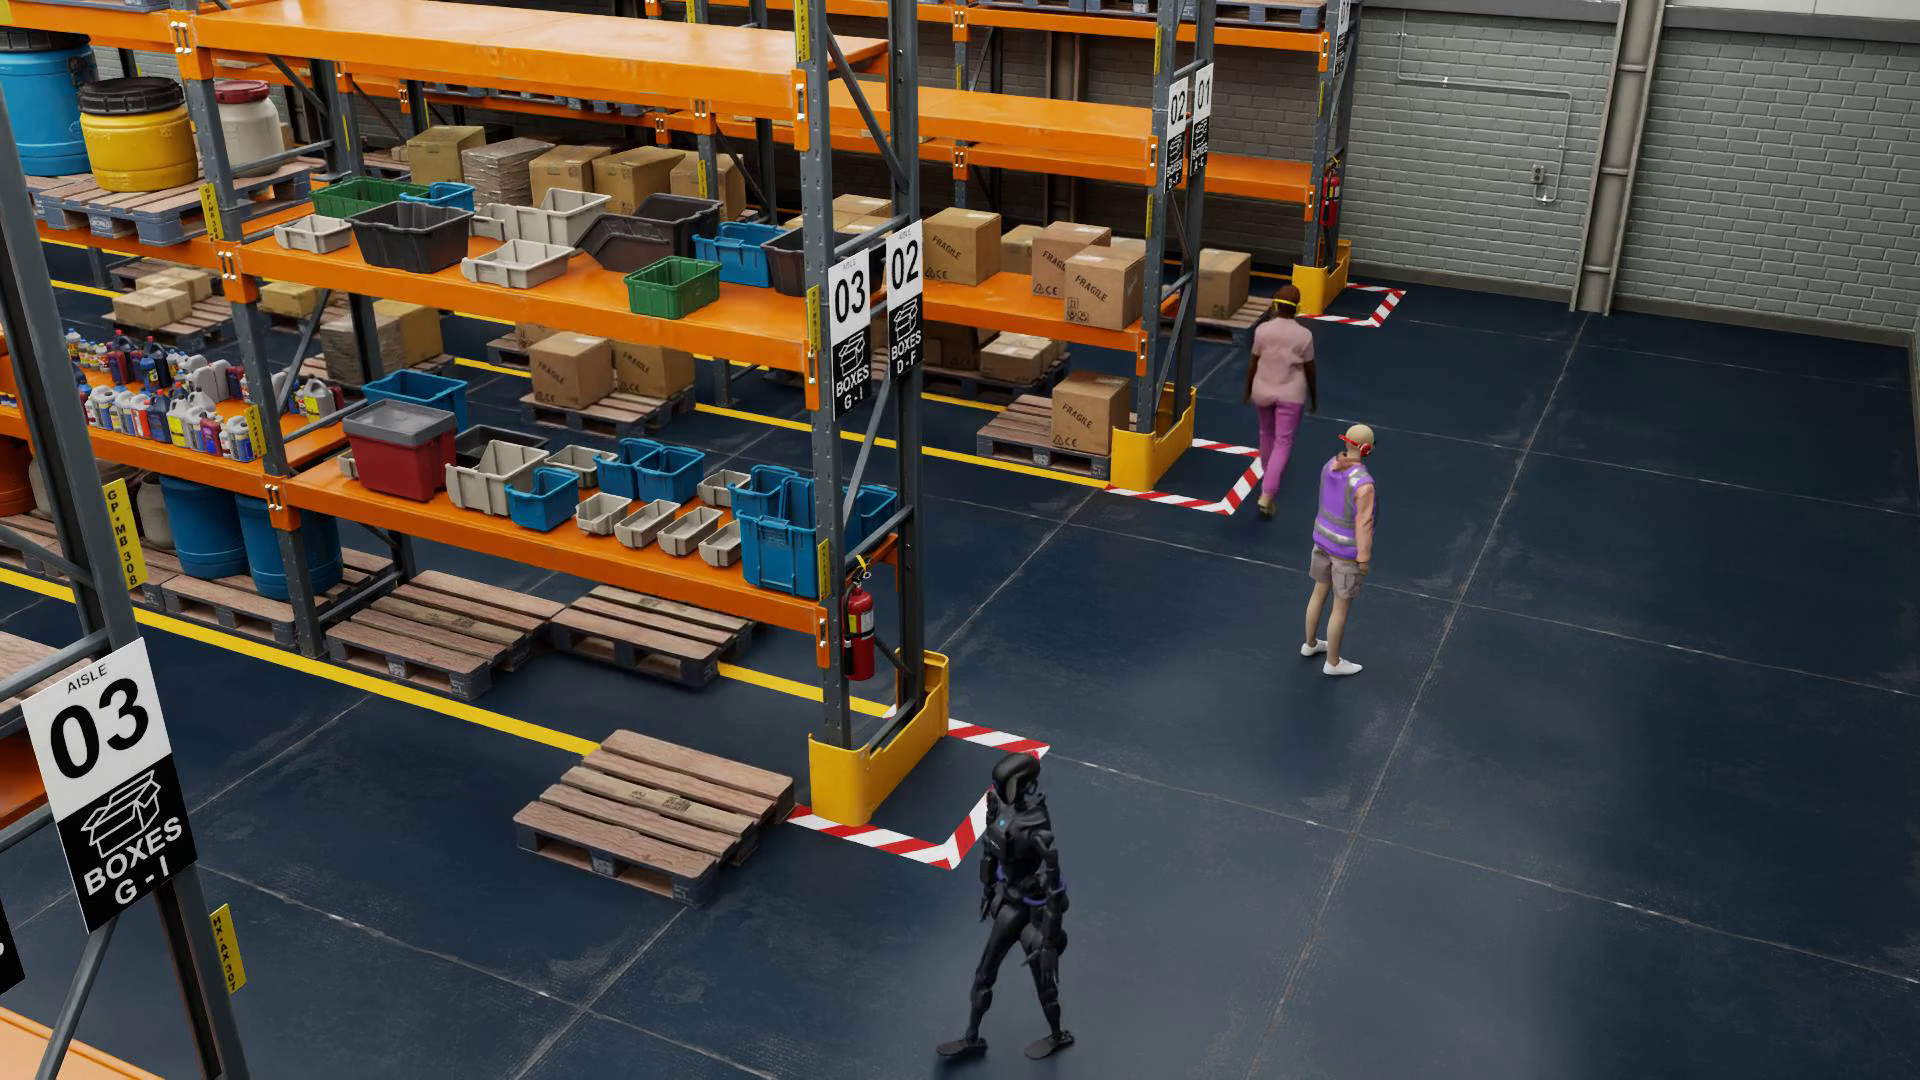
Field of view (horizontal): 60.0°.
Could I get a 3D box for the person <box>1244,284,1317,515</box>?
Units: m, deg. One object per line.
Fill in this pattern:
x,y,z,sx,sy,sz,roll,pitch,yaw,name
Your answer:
2.457,-1.102,12.849,0.540,1.765,0.903,13,29,24,person

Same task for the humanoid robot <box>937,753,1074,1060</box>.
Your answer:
0.239,1.670,7.351,0.625,1.638,0.603,-16,31,-30,humanoid robot

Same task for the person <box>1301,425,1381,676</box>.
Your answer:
2.430,0.059,10.586,0.350,1.688,0.489,-11,28,-21,person
